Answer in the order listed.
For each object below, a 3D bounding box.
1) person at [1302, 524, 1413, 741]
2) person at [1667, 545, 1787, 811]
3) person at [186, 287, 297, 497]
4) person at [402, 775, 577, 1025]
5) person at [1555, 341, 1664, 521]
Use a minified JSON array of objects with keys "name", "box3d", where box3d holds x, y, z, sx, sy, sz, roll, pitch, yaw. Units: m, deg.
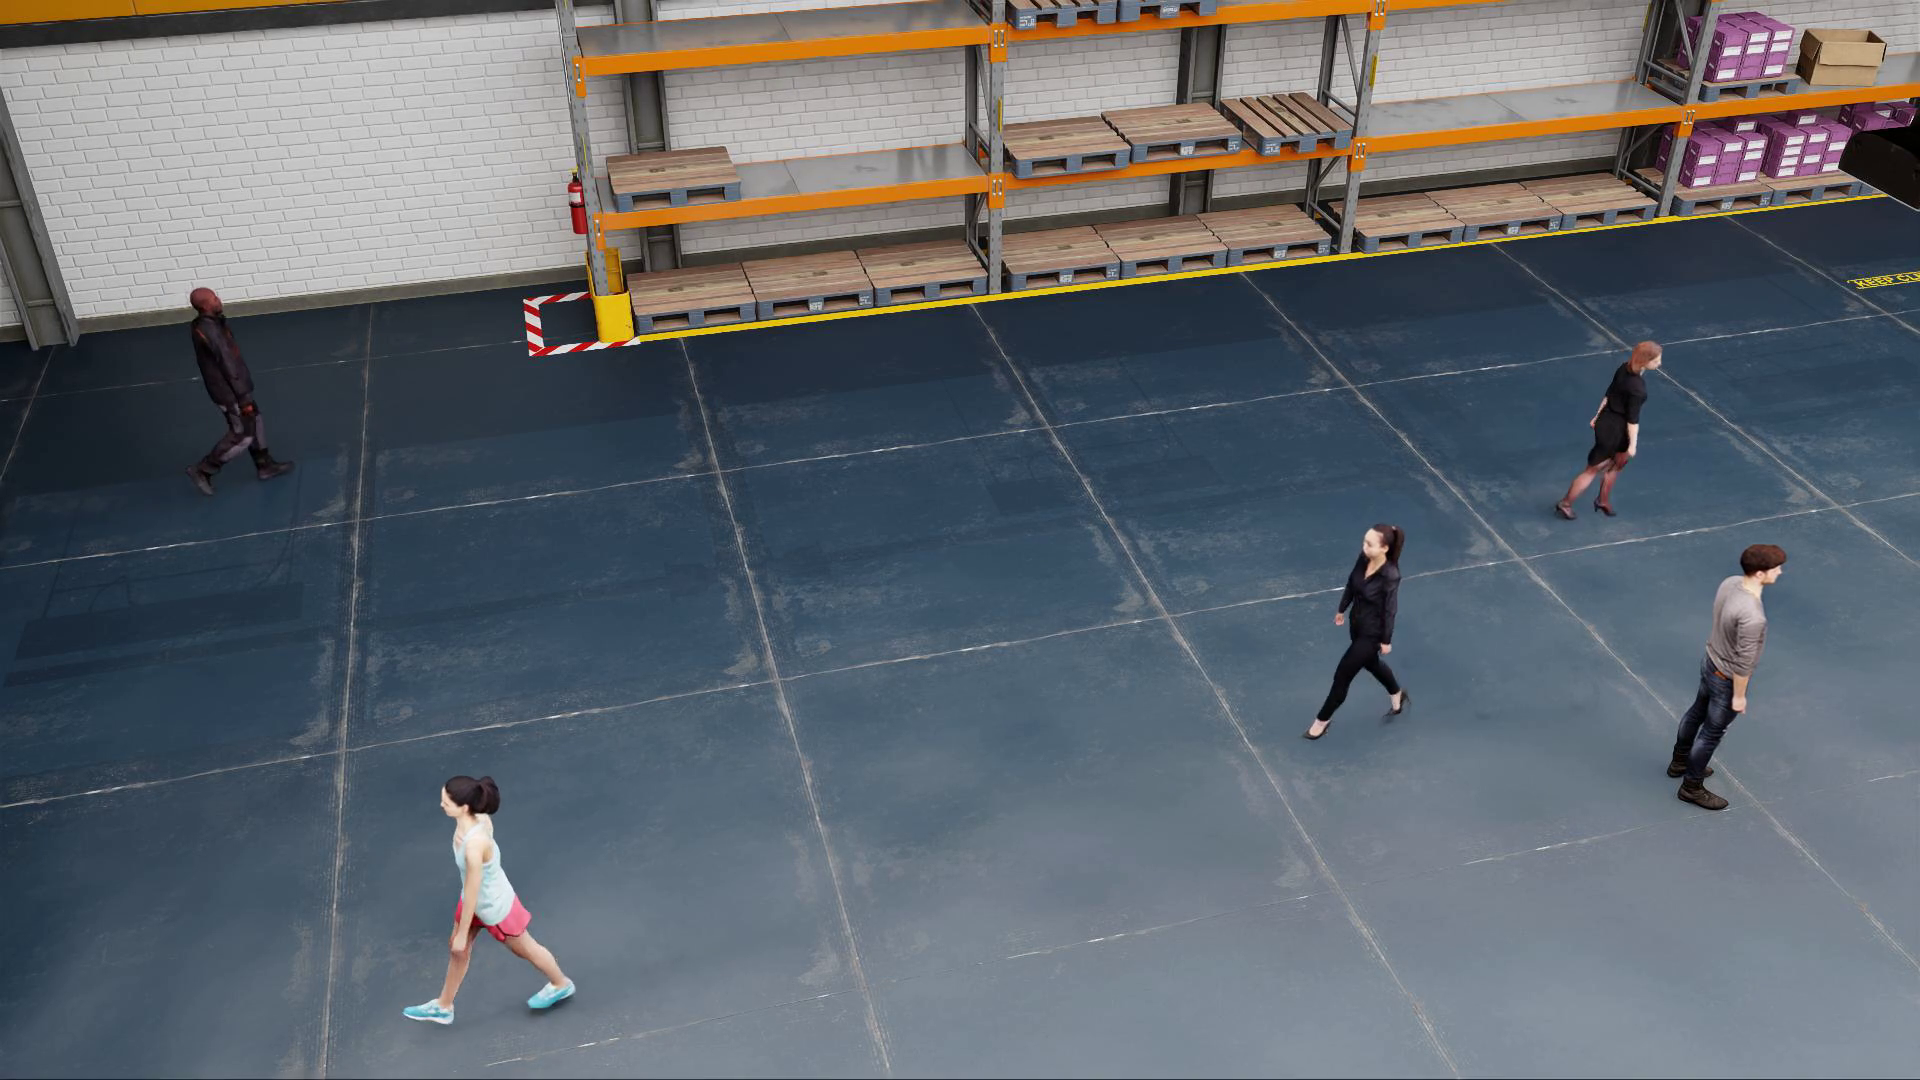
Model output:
[{"name":"person","box3d":[2.776,0.612,11.091,1.057,1.675,0.624,-10,35,-15]},{"name":"person","box3d":[4.847,0.837,10.545,0.721,1.904,0.759,3,34,5]},{"name":"person","box3d":[-6.111,-1.200,13.703,1.186,1.802,0.919,-21,39,-28]},{"name":"person","box3d":[-2.462,1.973,9.007,1.182,1.715,0.695,-13,36,-18]},{"name":"person","box3d":[5.132,-0.855,13.306,0.848,1.667,0.740,0,34,0]}]
